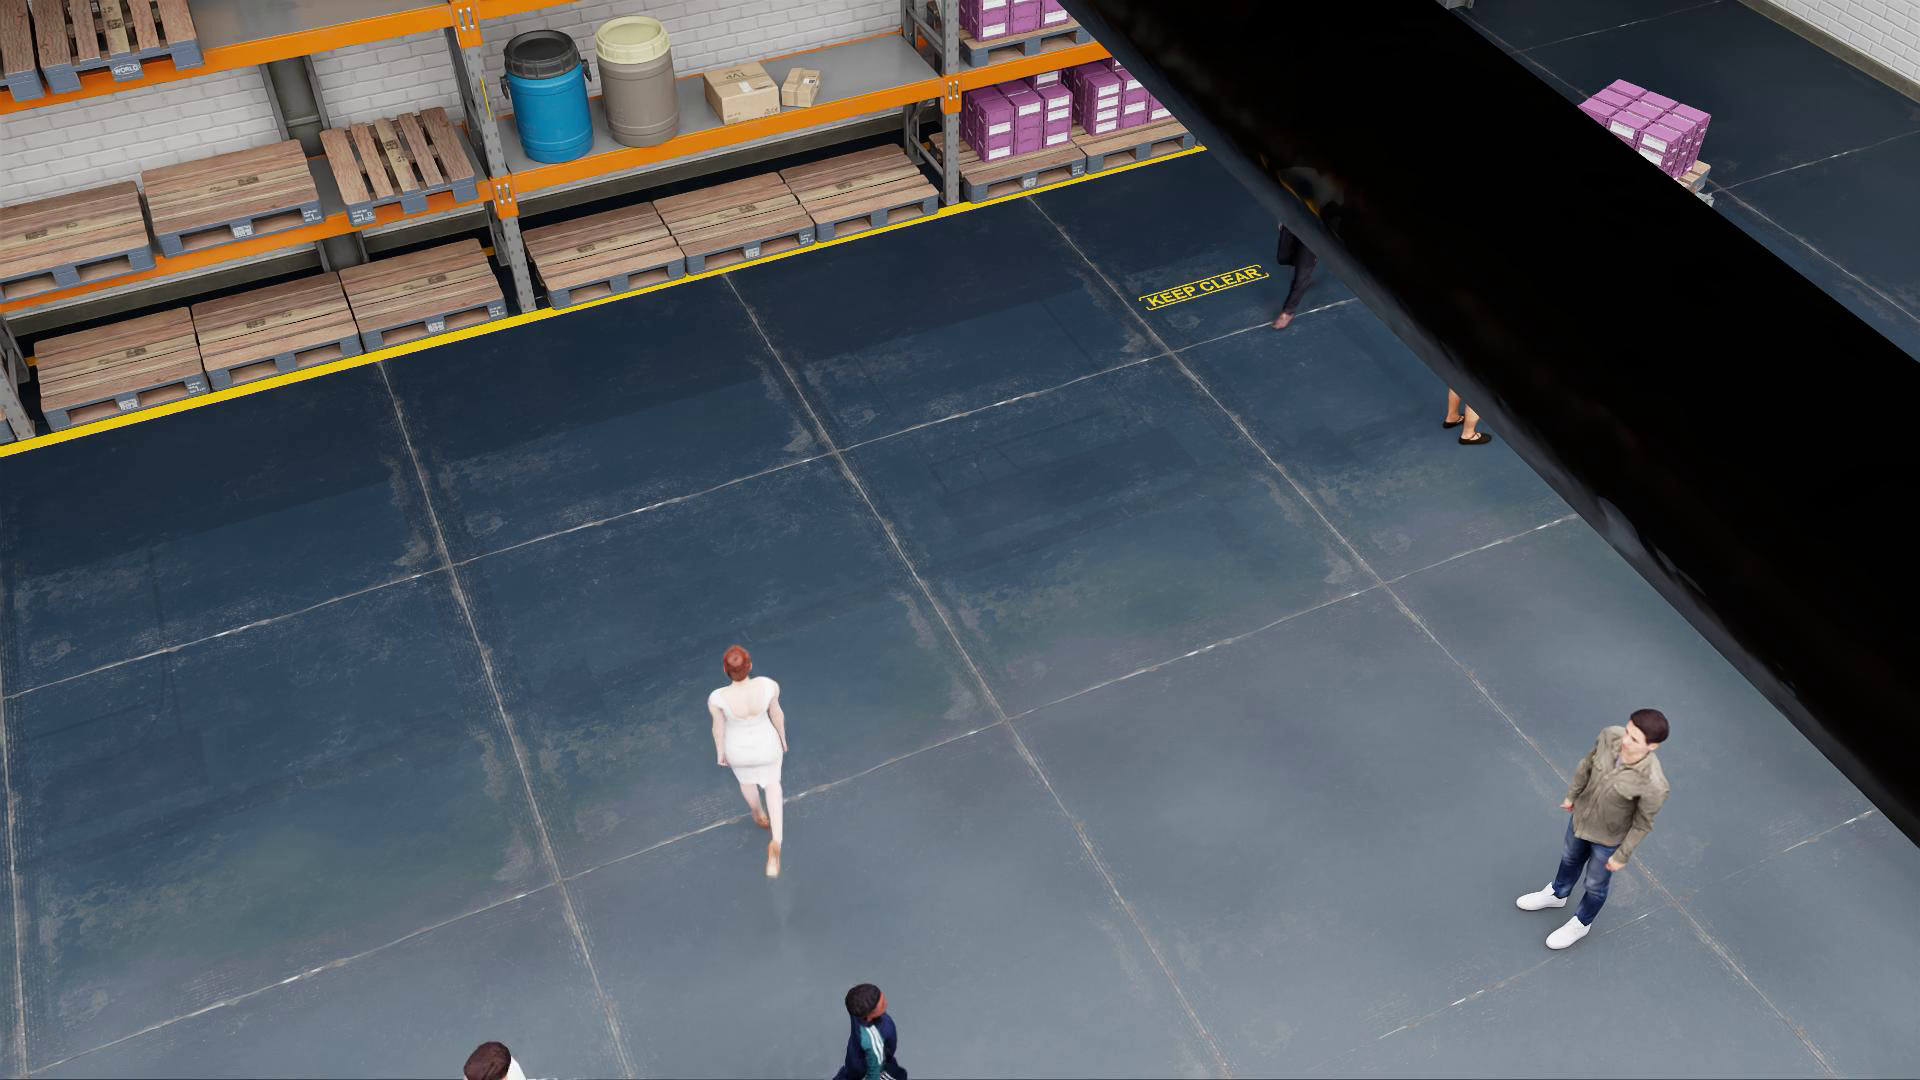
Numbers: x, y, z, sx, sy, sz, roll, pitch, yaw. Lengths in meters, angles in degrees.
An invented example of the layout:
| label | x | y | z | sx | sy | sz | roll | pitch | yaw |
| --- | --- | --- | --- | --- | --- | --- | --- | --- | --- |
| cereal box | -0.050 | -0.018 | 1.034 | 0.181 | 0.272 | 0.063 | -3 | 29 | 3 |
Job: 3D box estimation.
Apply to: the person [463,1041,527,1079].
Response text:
| label | x | y | z | sx | sy | sz | roll | pitch | yaw |
| --- | --- | --- | --- | --- | --- | --- | --- | --- | --- |
| person | -2.003 | 2.824 | 7.934 | 1.257 | 1.802 | 0.729 | -21 | 47 | -21 |

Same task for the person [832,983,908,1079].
| label | x | y | z | sx | sy | sz | roll | pitch | yaw |
| --- | --- | --- | --- | --- | --- | --- | --- | --- | --- |
| person | -0.516 | 2.640 | 8.538 | 0.918 | 1.234 | 0.562 | -13 | 45 | -14 |

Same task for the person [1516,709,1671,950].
| label | x | y | z | sx | sy | sz | roll | pitch | yaw |
| --- | --- | --- | --- | --- | --- | --- | --- | --- | --- |
| person | 3.574 | 1.570 | 9.203 | 0.607 | 1.867 | 0.717 | -14 | 45 | -14 |

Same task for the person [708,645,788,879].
| label | x | y | z | sx | sy | sz | roll | pitch | yaw |
| --- | --- | --- | --- | --- | --- | --- | --- | --- | --- |
| person | -1.182 | 1.280 | 9.573 | 0.901 | 1.776 | 0.728 | -11 | 45 | -12 |
